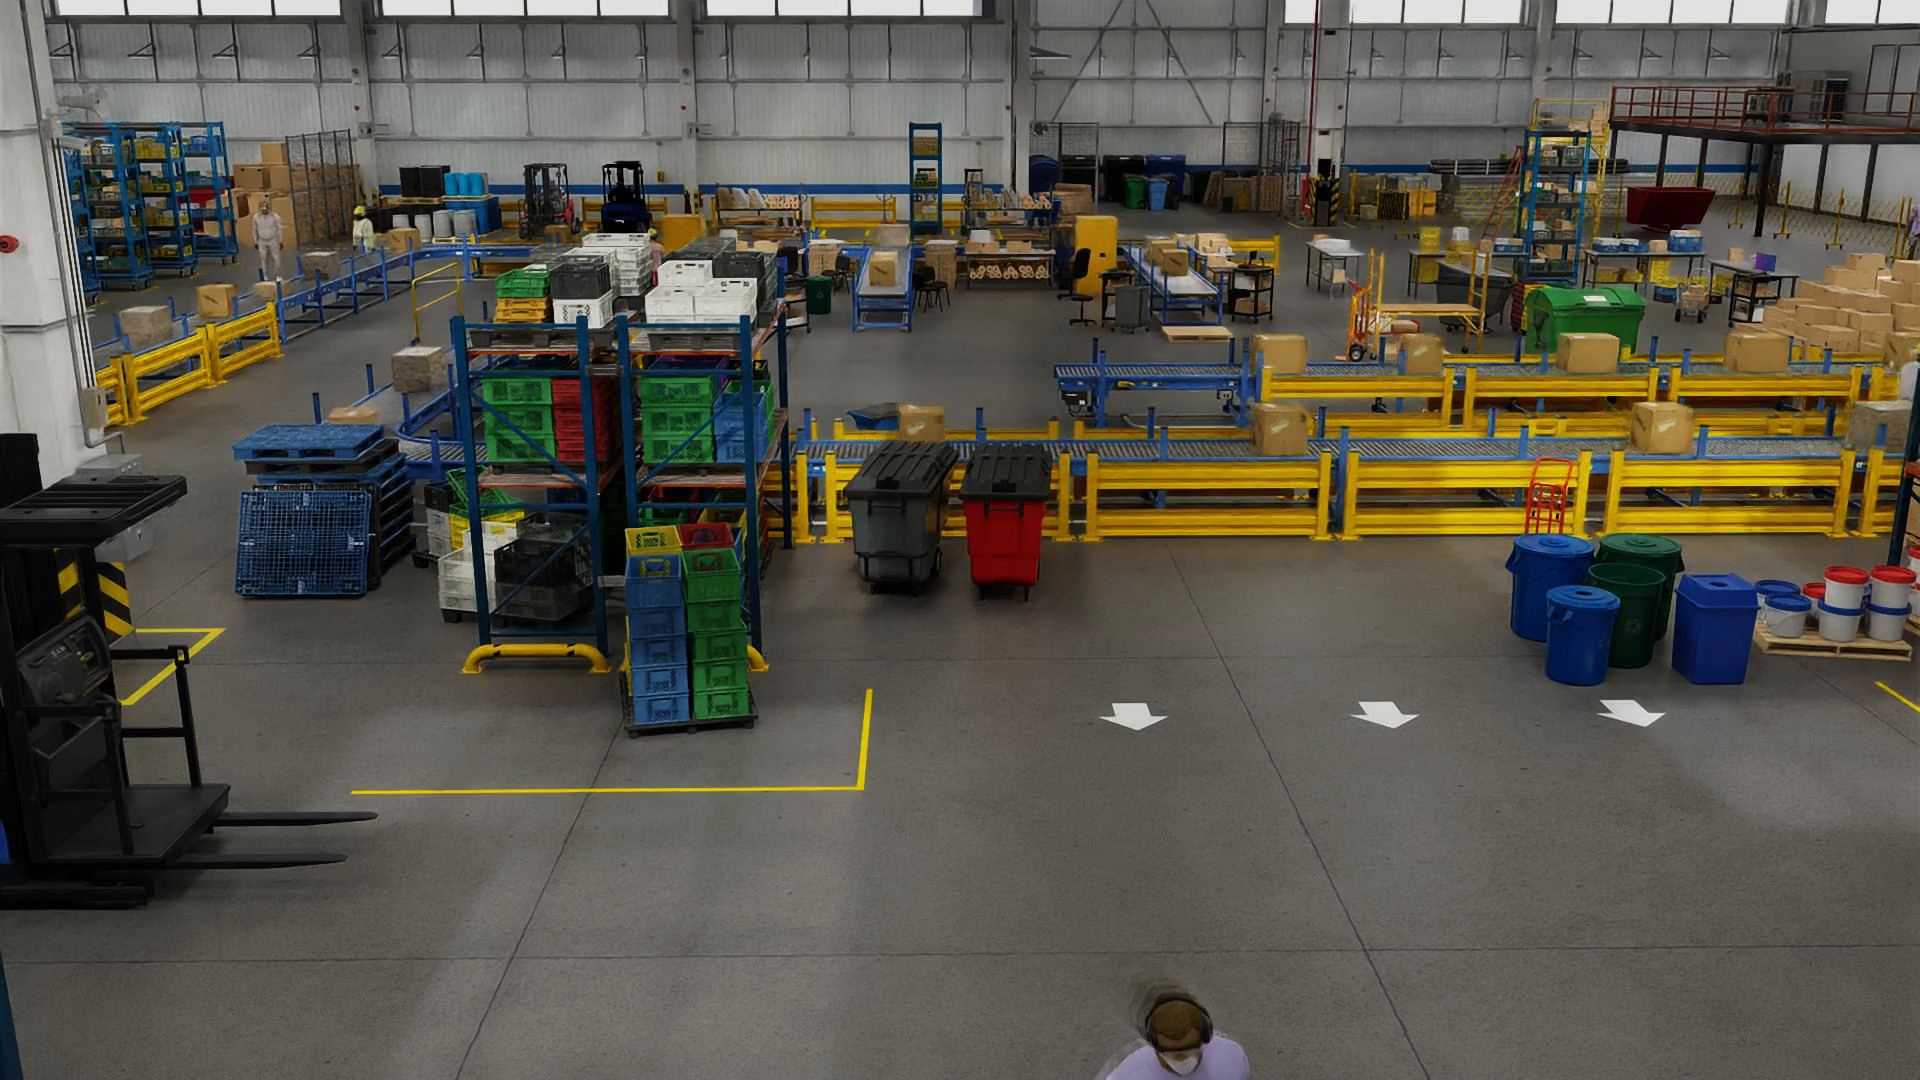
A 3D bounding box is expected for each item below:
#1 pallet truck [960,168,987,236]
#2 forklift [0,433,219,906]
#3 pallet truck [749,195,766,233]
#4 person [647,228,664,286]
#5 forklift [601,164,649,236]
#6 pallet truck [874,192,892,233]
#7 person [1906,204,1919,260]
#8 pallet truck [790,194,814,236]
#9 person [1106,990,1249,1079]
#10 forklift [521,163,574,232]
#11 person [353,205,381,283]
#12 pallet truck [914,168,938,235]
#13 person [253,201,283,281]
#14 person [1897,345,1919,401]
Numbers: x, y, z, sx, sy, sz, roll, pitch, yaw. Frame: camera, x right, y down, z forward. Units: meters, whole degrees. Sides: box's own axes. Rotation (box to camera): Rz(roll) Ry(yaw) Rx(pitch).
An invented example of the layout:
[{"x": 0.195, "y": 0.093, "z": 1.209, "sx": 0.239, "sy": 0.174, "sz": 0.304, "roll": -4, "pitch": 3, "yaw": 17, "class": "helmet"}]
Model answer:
[{"x": 0.383, "y": -10.230, "z": 50.206, "sx": 0.823, "sy": 1.965, "sz": 1.885, "roll": -1, "pitch": 16, "yaw": -3, "class": "pallet truck"}, {"x": -5.952, "y": 0.780, "z": 10.366, "sx": 1.873, "sy": 2.768, "sz": 1.129, "roll": 0, "pitch": 16, "yaw": -1, "class": "forklift"}, {"x": -6.051, "y": -9.967, "z": 50.660, "sx": 0.680, "sy": 1.201, "sz": 1.601, "roll": 0, "pitch": 16, "yaw": -1, "class": "pallet truck"}, {"x": -6.307, "y": -5.522, "z": 34.256, "sx": 0.319, "sy": 1.767, "sz": 0.534, "roll": 11, "pitch": 20, "yaw": 34, "class": "person"}, {"x": -9.948, "y": -10.127, "z": 49.296, "sx": 1.157, "sy": 1.987, "sz": 2.680, "roll": -1, "pitch": 16, "yaw": -3, "class": "forklift"}, {"x": -2.277, "y": -9.986, "z": 50.594, "sx": 0.653, "sy": 1.274, "sz": 1.630, "roll": 0, "pitch": 16, "yaw": -1, "class": "pallet truck"}, {"x": 23.731, "y": -7.617, "z": 41.071, "sx": 0.607, "sy": 2.038, "sz": 0.395, "roll": 7, "pitch": 17, "yaw": 23, "class": "person"}, {"x": -4.814, "y": -9.883, "z": 50.259, "sx": 0.704, "sy": 1.261, "sz": 1.522, "roll": -1, "pitch": 16, "yaw": -3, "class": "pallet truck"}, {"x": 0.785, "y": 2.483, "z": 6.252, "sx": 0.640, "sy": 1.880, "sz": 1.045, "roll": -6, "pitch": 17, "yaw": -21, "class": "person"}, {"x": -12.233, "y": -10.122, "z": 49.298, "sx": 1.157, "sy": 1.987, "sz": 2.680, "roll": 0, "pitch": 16, "yaw": -1, "class": "forklift"}, {"x": -14.103, "y": -7.046, "z": 39.490, "sx": 0.592, "sy": 1.805, "sz": 0.801, "roll": 12, "pitch": 20, "yaw": 36, "class": "person"}, {"x": -0.989, "y": -10.316, "z": 50.507, "sx": 0.823, "sy": 1.965, "sz": 1.885, "roll": 1, "pitch": 16, "yaw": 3, "class": "pallet truck"}, {"x": -16.383, "y": -7.066, "z": 39.373, "sx": 0.652, "sy": 1.906, "sz": 0.403, "roll": -3, "pitch": 16, "yaw": -11, "class": "person"}, {"x": 11.766, "y": -1.548, "z": 20.355, "sx": 0.538, "sy": 1.812, "sz": 0.617, "roll": 0, "pitch": 16, "yaw": 2, "class": "person"}]
